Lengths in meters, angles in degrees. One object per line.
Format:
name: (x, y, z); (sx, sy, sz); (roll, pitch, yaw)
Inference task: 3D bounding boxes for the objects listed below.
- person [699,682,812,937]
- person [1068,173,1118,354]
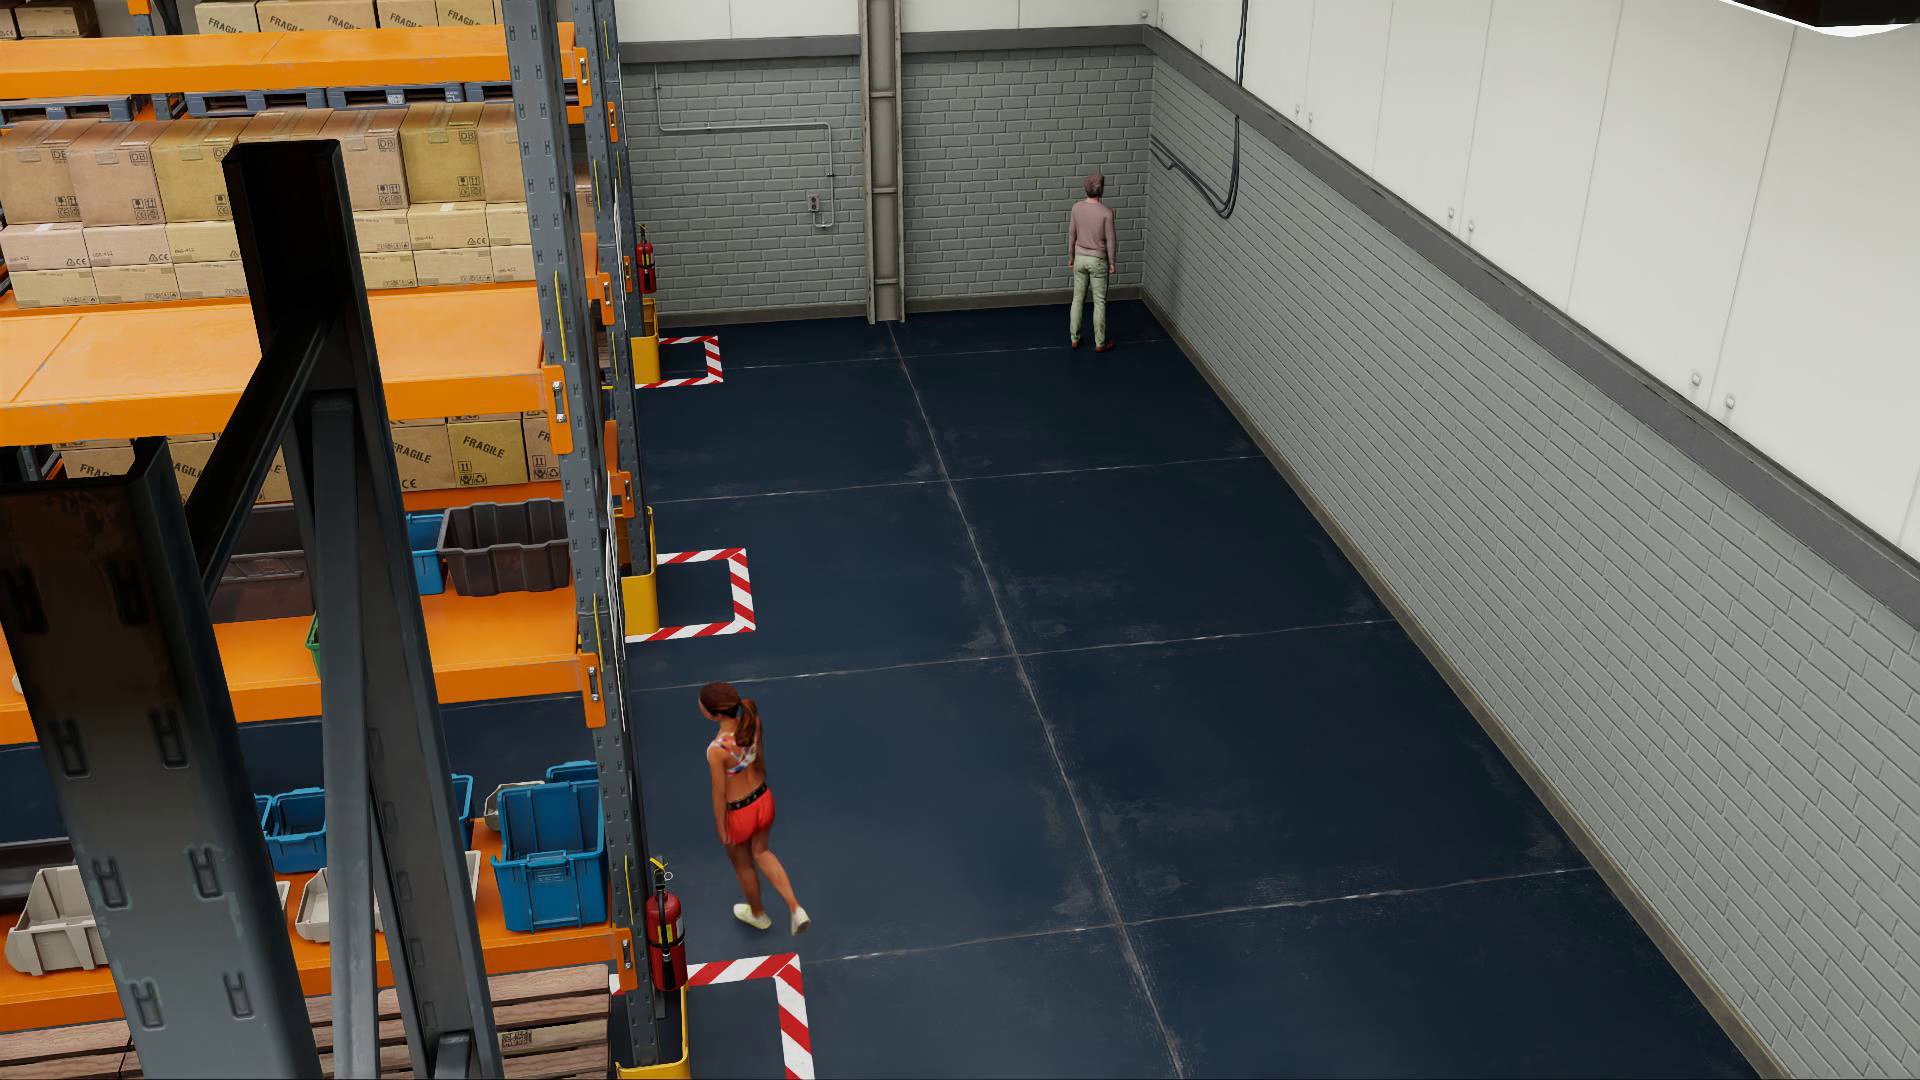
person: (-1.117, 1.539, 9.131); (0.954, 1.762, 0.913); (23, 36, 36)
person: (1.367, -2.886, 17.322); (0.741, 1.873, 0.838); (13, 31, 23)
